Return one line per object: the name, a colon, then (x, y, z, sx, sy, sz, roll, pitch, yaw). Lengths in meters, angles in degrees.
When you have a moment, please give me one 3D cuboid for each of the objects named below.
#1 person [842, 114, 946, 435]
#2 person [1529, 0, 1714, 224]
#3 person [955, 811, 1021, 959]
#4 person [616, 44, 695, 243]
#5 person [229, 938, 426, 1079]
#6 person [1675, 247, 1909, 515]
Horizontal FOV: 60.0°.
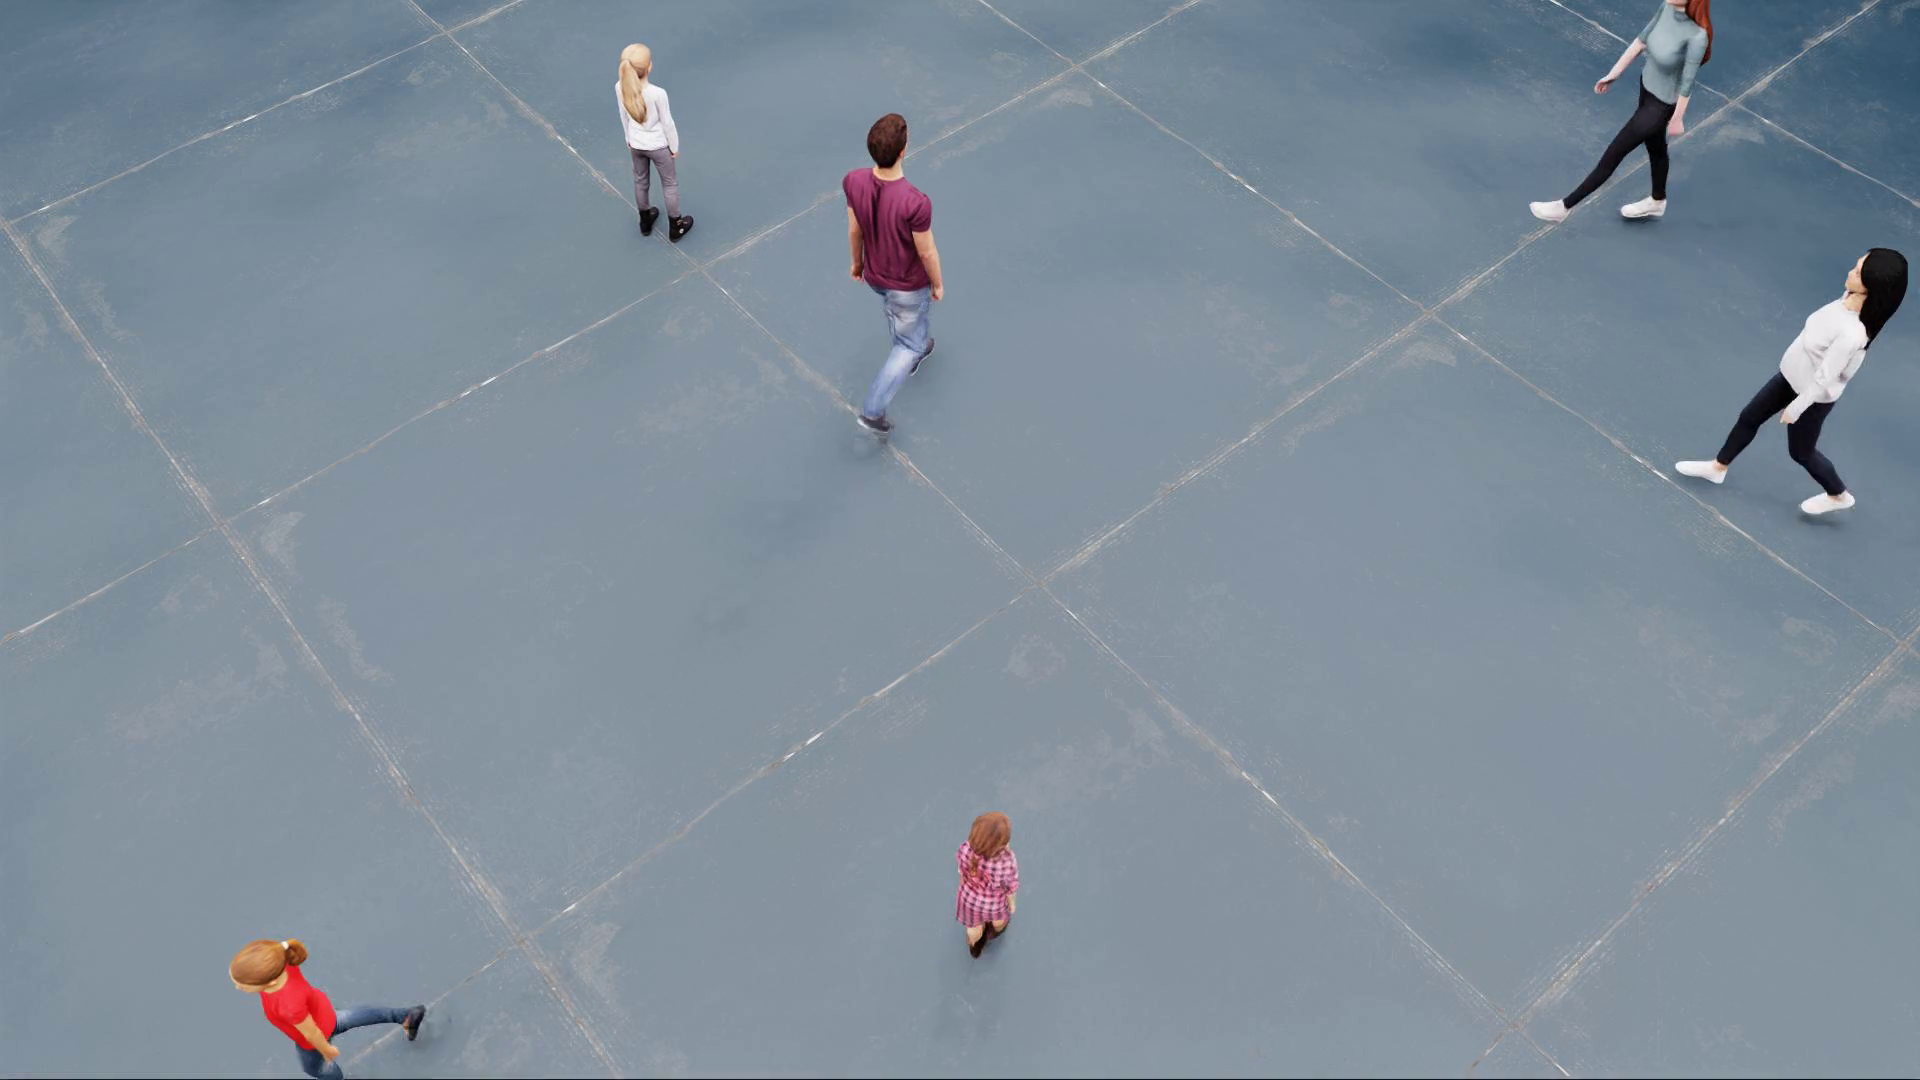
person: (-0.353, -1.301, 8.397, 0.863, 1.823, 1.166, 28, 57, 20)
person: (3.998, -2.459, 9.374, 1.148, 1.697, 1.012, -1, 52, -1)
person: (0.089, 1.449, 6.779, 0.525, 1.013, 0.580, 13, 53, 10)
person: (-1.773, -2.258, 9.484, 0.564, 1.276, 0.603, 15, 54, 11)
person: (-2.418, 1.786, 6.340, 0.841, 1.294, 0.557, -26, 57, -19)
person: (4.200, -0.703, 8.033, 1.037, 1.665, 1.107, 14, 54, 11)
